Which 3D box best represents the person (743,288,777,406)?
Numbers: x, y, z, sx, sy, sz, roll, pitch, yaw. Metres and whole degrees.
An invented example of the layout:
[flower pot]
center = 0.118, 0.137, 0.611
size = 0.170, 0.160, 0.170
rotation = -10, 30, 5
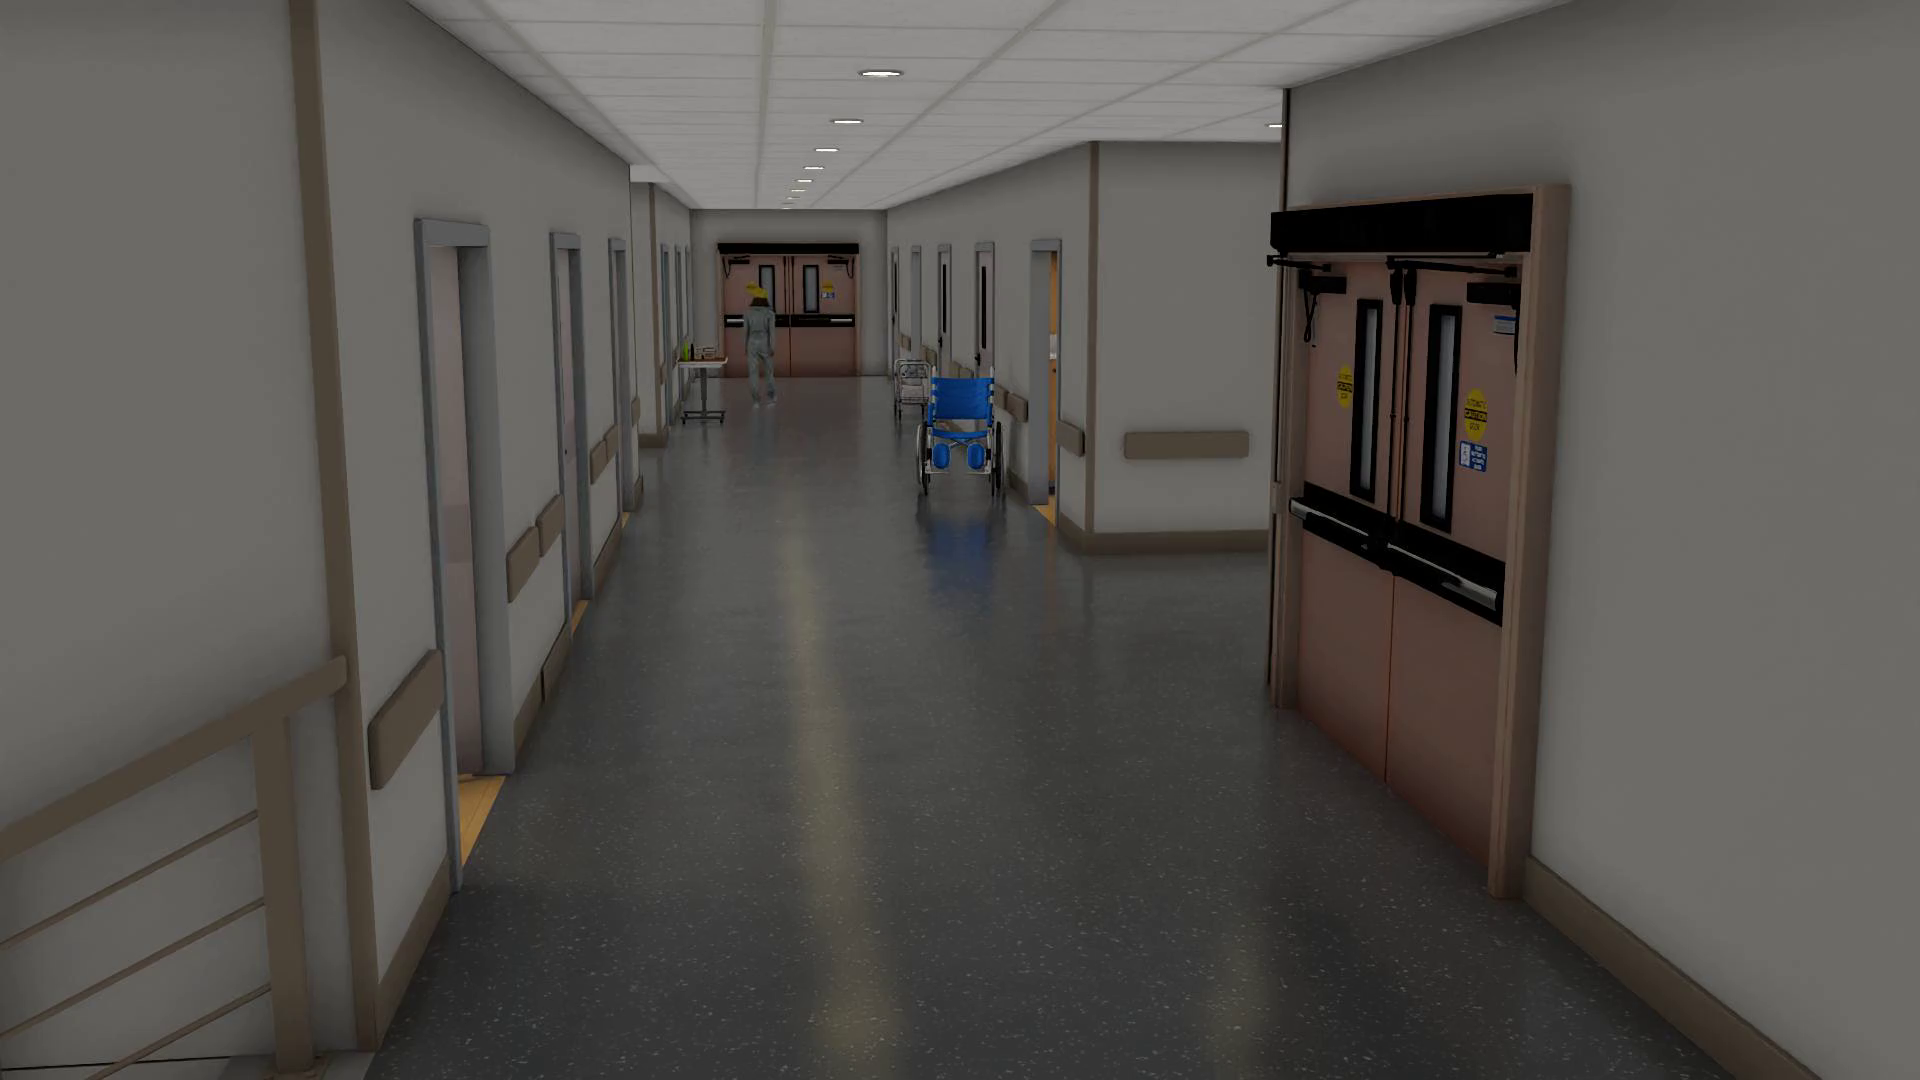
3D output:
[person]
center = -2.952, -2.862, 24.633
size = 0.504, 1.707, 0.818
rotation = 1, 10, 4
